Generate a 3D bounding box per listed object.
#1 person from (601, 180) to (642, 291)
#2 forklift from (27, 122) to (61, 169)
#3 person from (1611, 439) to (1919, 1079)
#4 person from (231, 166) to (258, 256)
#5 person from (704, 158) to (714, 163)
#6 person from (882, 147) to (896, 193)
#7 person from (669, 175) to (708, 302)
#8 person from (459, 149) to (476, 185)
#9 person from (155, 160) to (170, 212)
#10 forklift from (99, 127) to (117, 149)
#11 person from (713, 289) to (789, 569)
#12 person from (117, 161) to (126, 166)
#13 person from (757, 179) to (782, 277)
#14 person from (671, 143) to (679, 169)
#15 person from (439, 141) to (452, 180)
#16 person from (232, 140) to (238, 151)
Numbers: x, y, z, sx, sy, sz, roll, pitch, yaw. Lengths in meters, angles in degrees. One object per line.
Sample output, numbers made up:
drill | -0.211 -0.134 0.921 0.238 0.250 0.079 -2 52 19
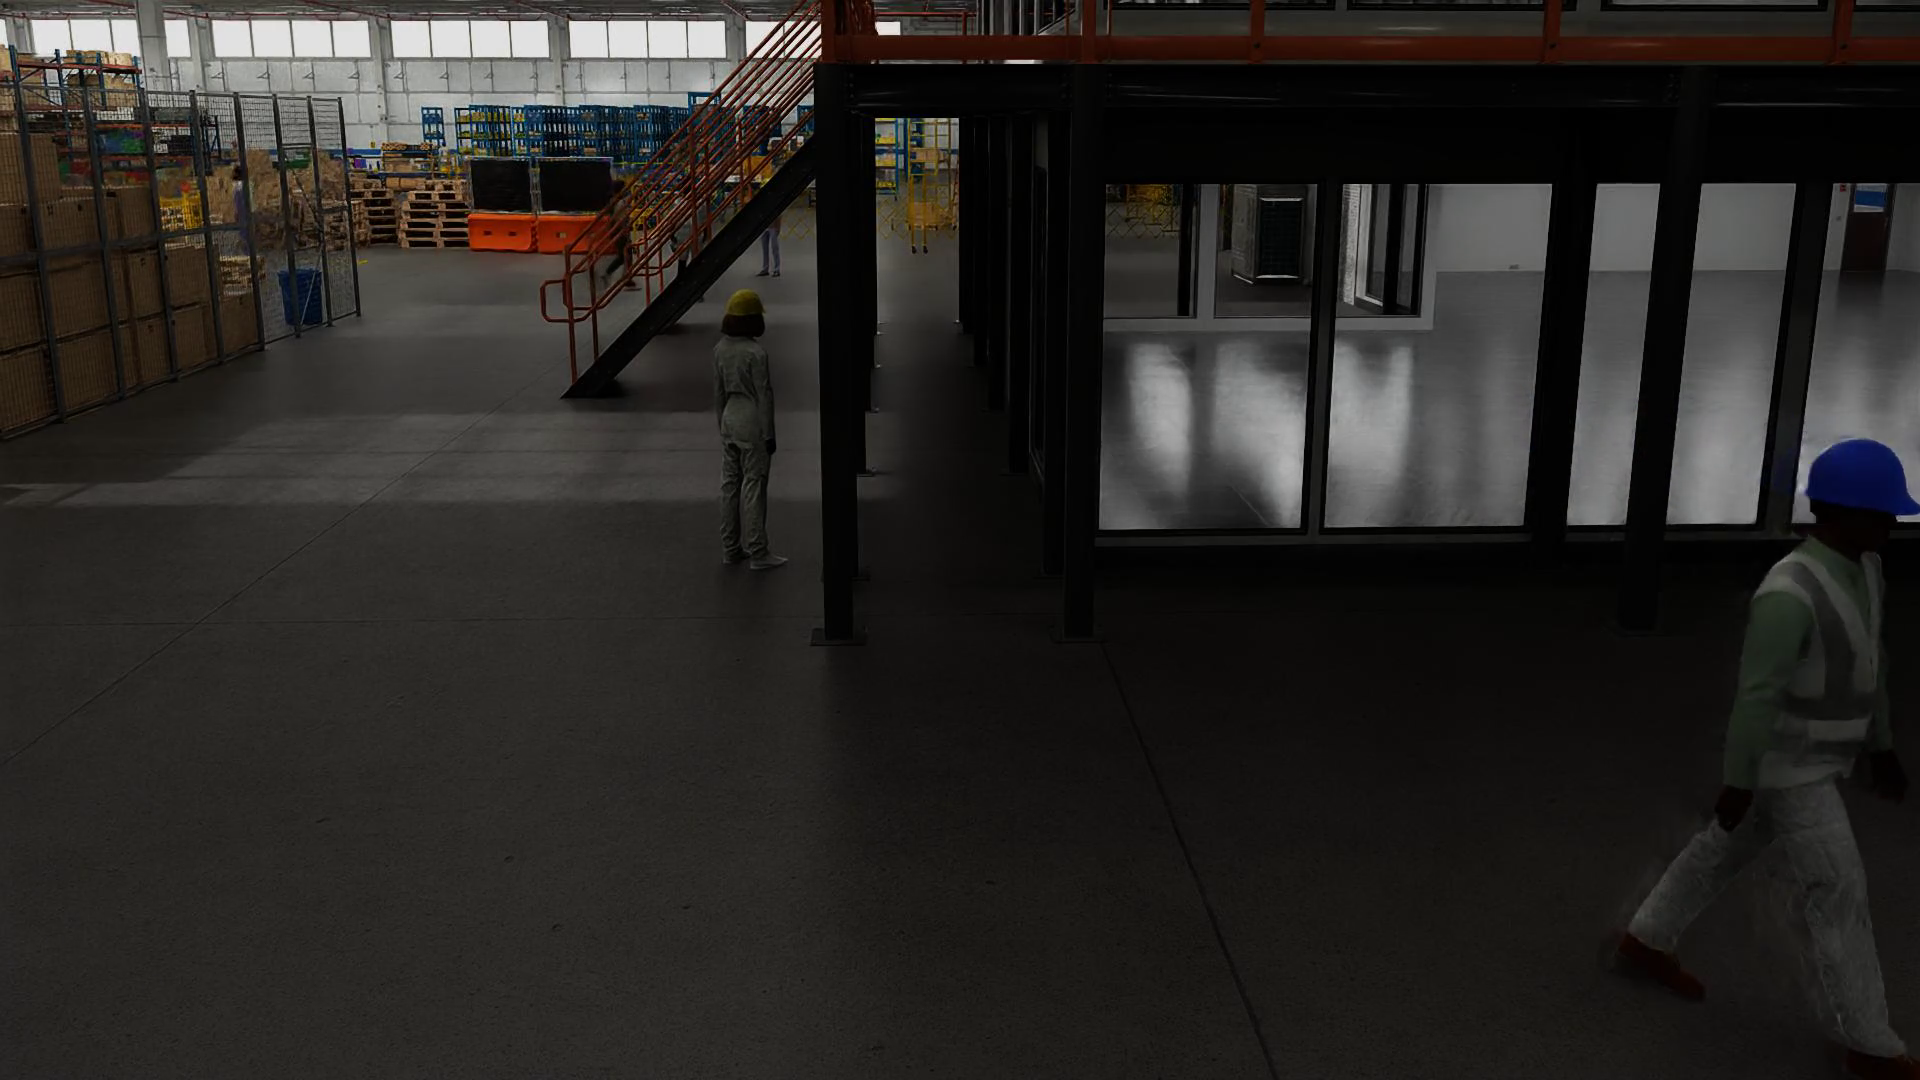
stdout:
person | -5.622 -5.034 27.571 0.588 1.834 0.537 -10 17 -35
forklift | -35.376 -14.773 64.377 1.129 2.768 1.873 -1 14 -2
person | 2.465 0.614 4.912 1.049 1.891 0.600 12 18 40
person | -14.663 -6.675 33.976 0.454 1.907 0.617 0 14 1
person | -12.911 -19.511 85.510 0.925 1.795 0.578 2 14 10
person | -2.823 -14.962 67.215 0.664 1.849 1.006 -2 14 -10
person | -4.223 -4.699 25.976 0.609 1.960 0.371 -3 14 -11
person | -20.331 -15.206 68.394 0.654 1.745 0.537 -2 14 -9
person | -24.812 -10.968 51.698 0.278 1.633 0.499 2 14 9
forklift | -37.699 -17.110 73.719 1.129 2.768 1.873 -7 16 -27
person | -1.322 -0.689 10.394 0.487 1.744 0.296 12 18 39
person | -31.958 -14.078 63.513 0.378 1.936 0.548 -8 16 -29
person | -3.499 -5.697 30.364 0.534 1.767 0.313 8 16 29
person | -14.512 -19.423 85.150 0.835 1.802 0.601 -2 14 -6
person | -25.067 -18.454 80.990 0.605 1.944 0.403 -9 16 -31
person | -34.110 -17.823 78.363 0.396 1.992 0.623 -6 15 -23
